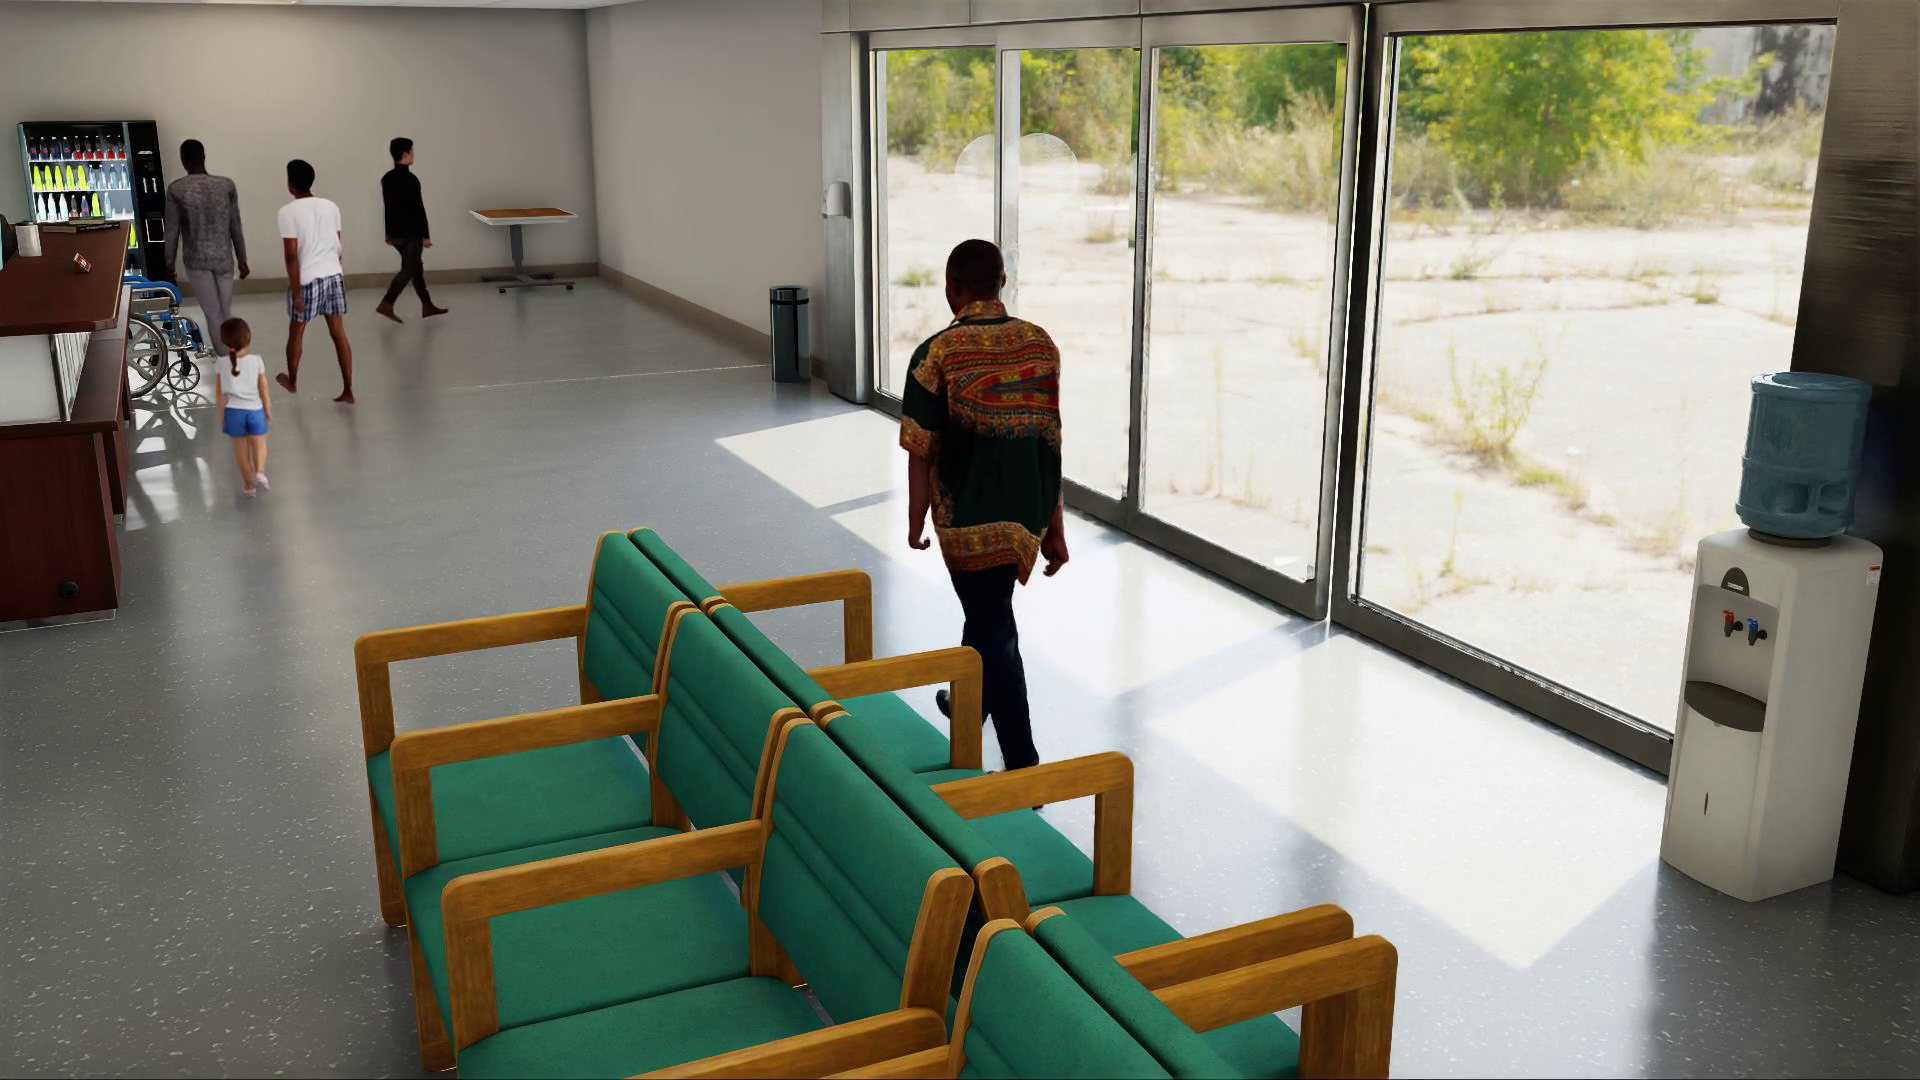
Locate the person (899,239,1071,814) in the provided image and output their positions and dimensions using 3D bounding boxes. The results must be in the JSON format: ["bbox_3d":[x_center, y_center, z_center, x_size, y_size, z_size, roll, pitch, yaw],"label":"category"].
[{"bbox_3d":[0.149,-0.006,5.225,1.036,1.764,0.799,-9,18,-28],"label":"person"}]

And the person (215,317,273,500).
[{"bbox_3d":[-3.964,-0.714,9.193,0.483,1.014,0.472,-7,17,-23],"label":"person"}]

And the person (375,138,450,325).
[{"bbox_3d":[-5.257,-2.886,15.621,0.973,1.706,1.181,12,20,37],"label":"person"}]

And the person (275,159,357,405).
[{"bbox_3d":[-4.473,-1.768,11.687,1.131,1.690,0.949,-15,22,-42],"label":"person"}]

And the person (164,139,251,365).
[{"bbox_3d":[-5.608,-2.059,12.498,1.070,1.809,0.968,-14,21,-41],"label":"person"}]
